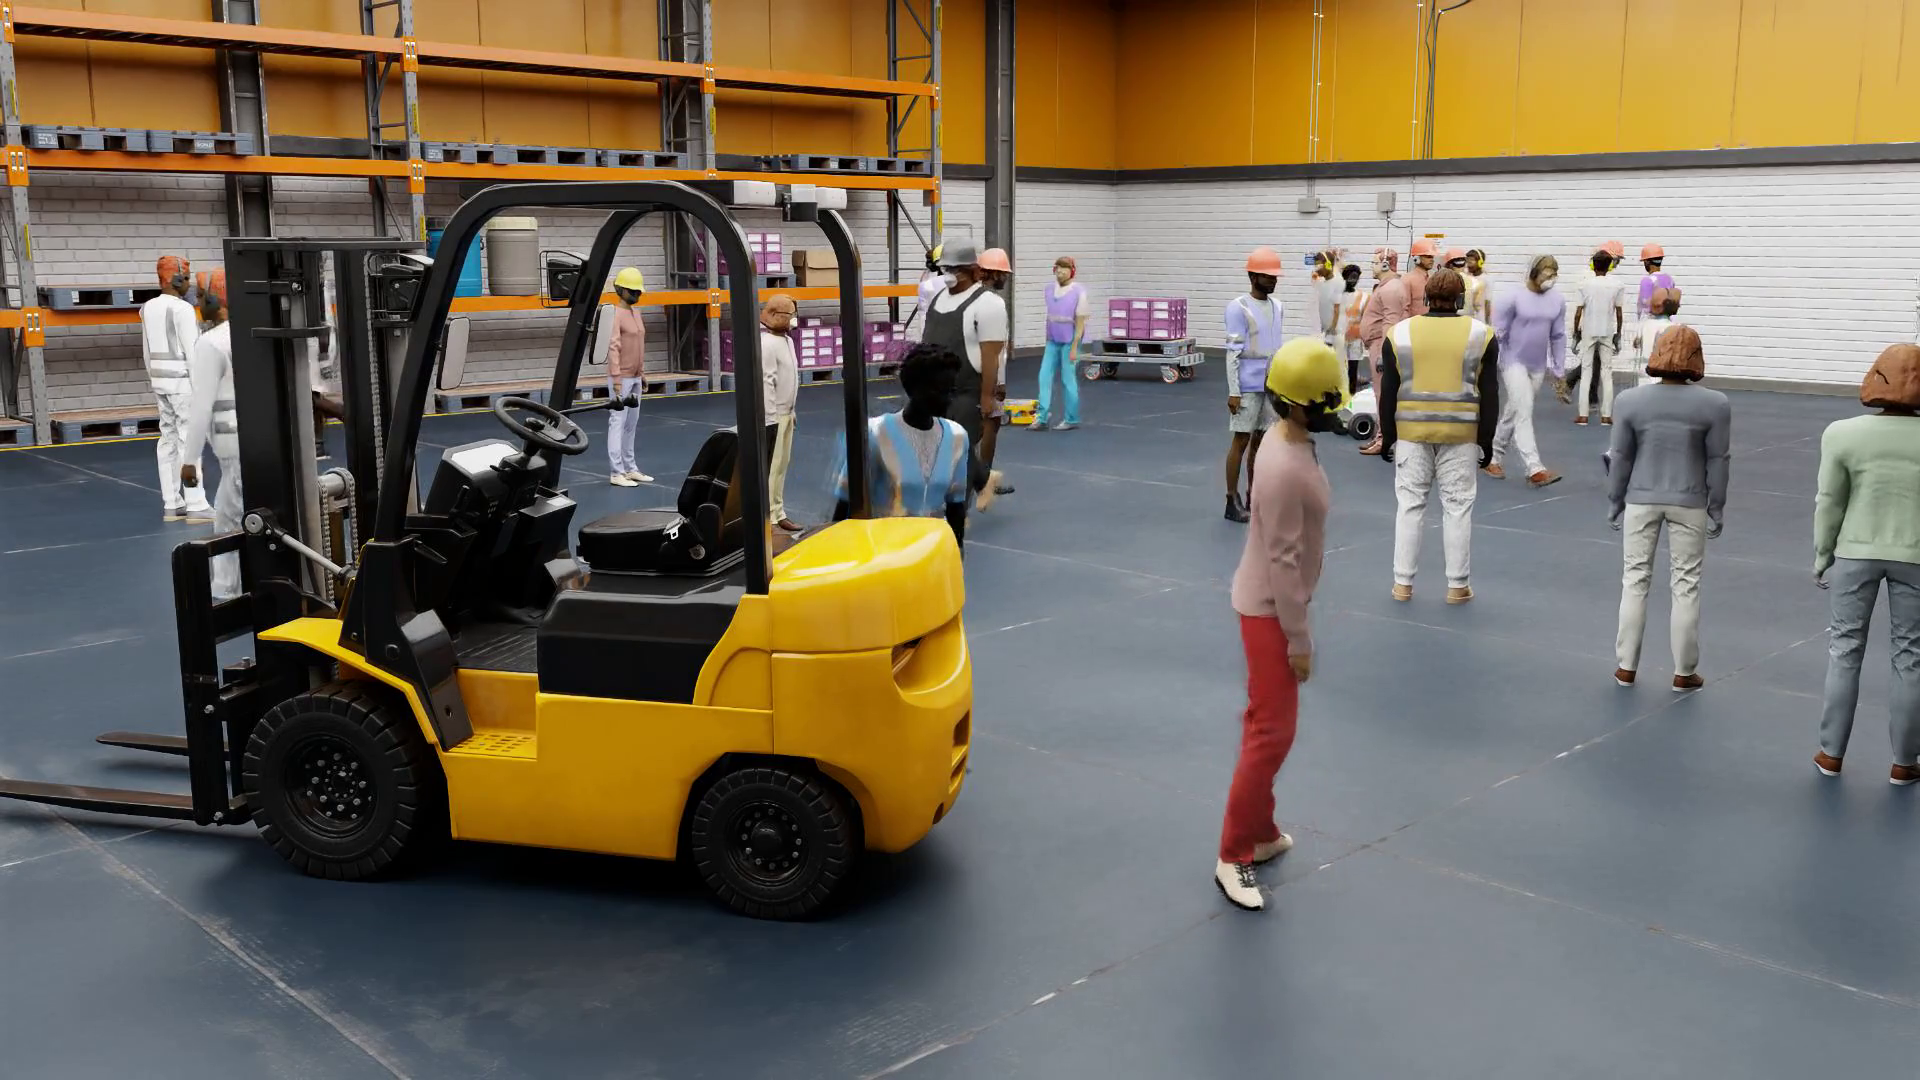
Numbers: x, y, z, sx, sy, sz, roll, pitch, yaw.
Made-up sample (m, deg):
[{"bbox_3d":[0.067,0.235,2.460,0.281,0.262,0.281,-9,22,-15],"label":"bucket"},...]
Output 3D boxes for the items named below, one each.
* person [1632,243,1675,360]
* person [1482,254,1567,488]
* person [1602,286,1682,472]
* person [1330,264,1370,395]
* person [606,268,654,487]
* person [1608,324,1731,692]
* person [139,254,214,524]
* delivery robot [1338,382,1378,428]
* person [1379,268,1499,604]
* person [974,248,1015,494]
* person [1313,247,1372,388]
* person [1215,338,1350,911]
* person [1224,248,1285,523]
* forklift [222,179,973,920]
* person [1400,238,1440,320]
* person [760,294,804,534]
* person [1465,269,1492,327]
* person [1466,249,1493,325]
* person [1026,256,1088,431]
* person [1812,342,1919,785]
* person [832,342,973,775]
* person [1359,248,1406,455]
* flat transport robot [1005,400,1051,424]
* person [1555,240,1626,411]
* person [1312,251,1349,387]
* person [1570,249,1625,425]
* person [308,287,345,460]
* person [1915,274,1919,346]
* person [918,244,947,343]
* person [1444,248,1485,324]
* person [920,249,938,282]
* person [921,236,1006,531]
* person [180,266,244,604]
[{"bbox_3d":[7.683,-2.326,18.533,0.542,1.930,0.374,-8,13,-38],"label":"person"},{"bbox_3d":[4.598,-1.375,13.507,0.680,1.867,1.023,-4,11,-21],"label":"person"},{"bbox_3d":[5.495,-1.197,13.212,0.526,1.626,0.518,0,10,-1],"label":"person"},{"bbox_3d":[4.469,-2.335,19.228,0.545,1.695,0.332,0,10,0],"label":"person"},{"bbox_3d":[-2.682,-1.315,13.491,0.328,1.760,0.524,3,11,15],"label":"person"},{"bbox_3d":[3.145,-0.139,7.411,0.498,1.633,0.282,6,12,29],"label":"person"},{"bbox_3d":[-5.491,-1.054,11.712,0.572,1.887,0.356,6,12,32],"label":"person"},{"bbox_3d":[4.149,-1.344,16.672,0.707,0.478,0.477,-2,11,-14],"label":"delivery robot"},{"bbox_3d":[2.632,-0.566,9.173,0.634,1.842,0.429,4,11,19],"label":"person"},{"bbox_3d":[0.174,-1.298,12.952,0.523,1.924,0.559,-3,11,-18],"label":"person"},{"bbox_3d":[4.972,-2.920,21.980,0.955,1.856,0.656,6,12,29],"label":"person"},{"bbox_3d":[1.009,0.232,5.159,0.331,1.724,0.646,2,11,11],"label":"person"},{"bbox_3d":[2.117,-1.091,11.780,0.552,1.933,0.372,-9,14,-40],"label":"person"},{"bbox_3d":[-1.114,-0.058,5.440,2.313,2.155,1.214,2,11,13],"label":"forklift"},{"bbox_3d":[4.644,-2.053,16.867,0.377,1.995,0.608,10,14,43],"label":"person"},{"bbox_3d":[-1.212,-0.836,11.215,0.267,1.632,0.507,2,11,11],"label":"person"},{"bbox_3d":[6.417,-2.628,21.015,0.725,1.619,0.384,9,13,39],"label":"person"},{"bbox_3d":[6.179,-2.560,20.023,0.465,1.855,0.529,-3,11,-17],"label":"person"},{"bbox_3d":[0.973,-1.995,17.070,0.746,1.800,0.651,-9,14,-41],"label":"person"},{"bbox_3d":[3.426,0.090,6.157,0.500,1.636,0.280,6,12,30],"label":"person"},{"bbox_3d":[-0.204,0.075,6.226,0.559,1.628,0.883,-9,14,-42],"label":"person"},{"bbox_3d":[3.900,-1.741,15.404,0.408,1.906,0.653,3,11,13],"label":"person"},{"bbox_3d":[0.225,-1.411,18.069,1.431,0.197,0.652,2,11,13],"label":"flat transport robot"},{"bbox_3d":[7.309,-2.451,19.128,0.588,1.960,0.645,-1,10,-3],"label":"person"},{"bbox_3d":[4.120,-2.310,18.704,0.668,1.835,0.480,-4,11,-23],"label":"person"},{"bbox_3d":[6.802,-2.157,17.775,0.513,1.872,0.331,3,11,14],"label":"person"},{"bbox_3d":[-5.730,-1.675,14.940,0.577,1.950,0.606,-6,12,-29],"label":"person"},{"bbox_3d":[11.079,-2.402,18.821,1.078,1.981,0.658,-5,11,-24],"label":"person"},{"bbox_3d":[-0.157,-2.089,17.244,0.587,1.928,0.362,-3,11,-15],"label":"person"},{"bbox_3d":[5.480,-2.277,18.424,0.647,1.865,0.815,1,10,4],"label":"person"},{"bbox_3d":[-0.322,-2.992,22.412,0.624,1.840,0.430,10,14,43],"label":"person"},{"bbox_3d":[0.034,-1.075,11.406,0.715,2.000,0.691,-8,13,-38],"label":"person"},{"bbox_3d":[-3.846,-0.469,8.588,0.801,1.857,0.614,1,10,5],"label":"person"}]
